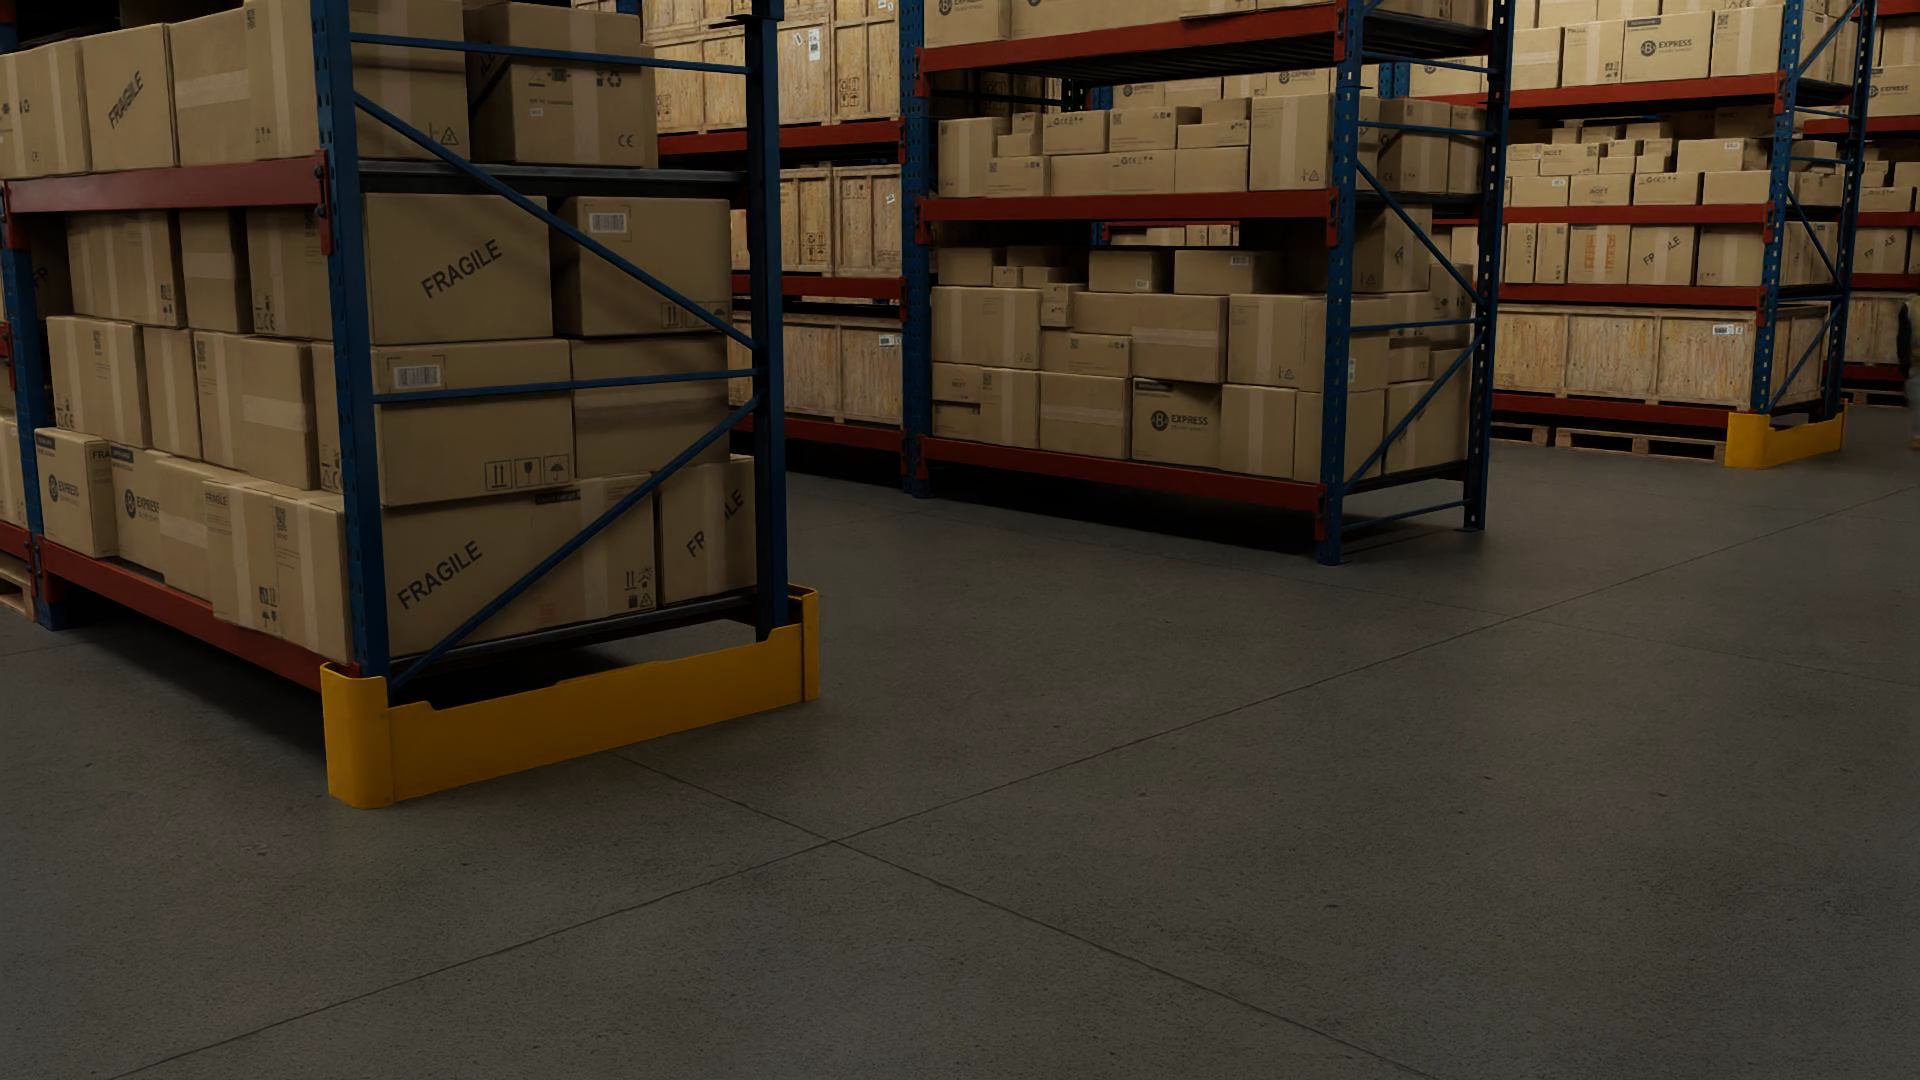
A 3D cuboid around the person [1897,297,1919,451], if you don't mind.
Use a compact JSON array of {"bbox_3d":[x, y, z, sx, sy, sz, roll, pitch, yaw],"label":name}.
[{"bbox_3d":[9.447,-1.714,16.197,0.612,1.793,0.979,6,12,30],"label":"person"}]
